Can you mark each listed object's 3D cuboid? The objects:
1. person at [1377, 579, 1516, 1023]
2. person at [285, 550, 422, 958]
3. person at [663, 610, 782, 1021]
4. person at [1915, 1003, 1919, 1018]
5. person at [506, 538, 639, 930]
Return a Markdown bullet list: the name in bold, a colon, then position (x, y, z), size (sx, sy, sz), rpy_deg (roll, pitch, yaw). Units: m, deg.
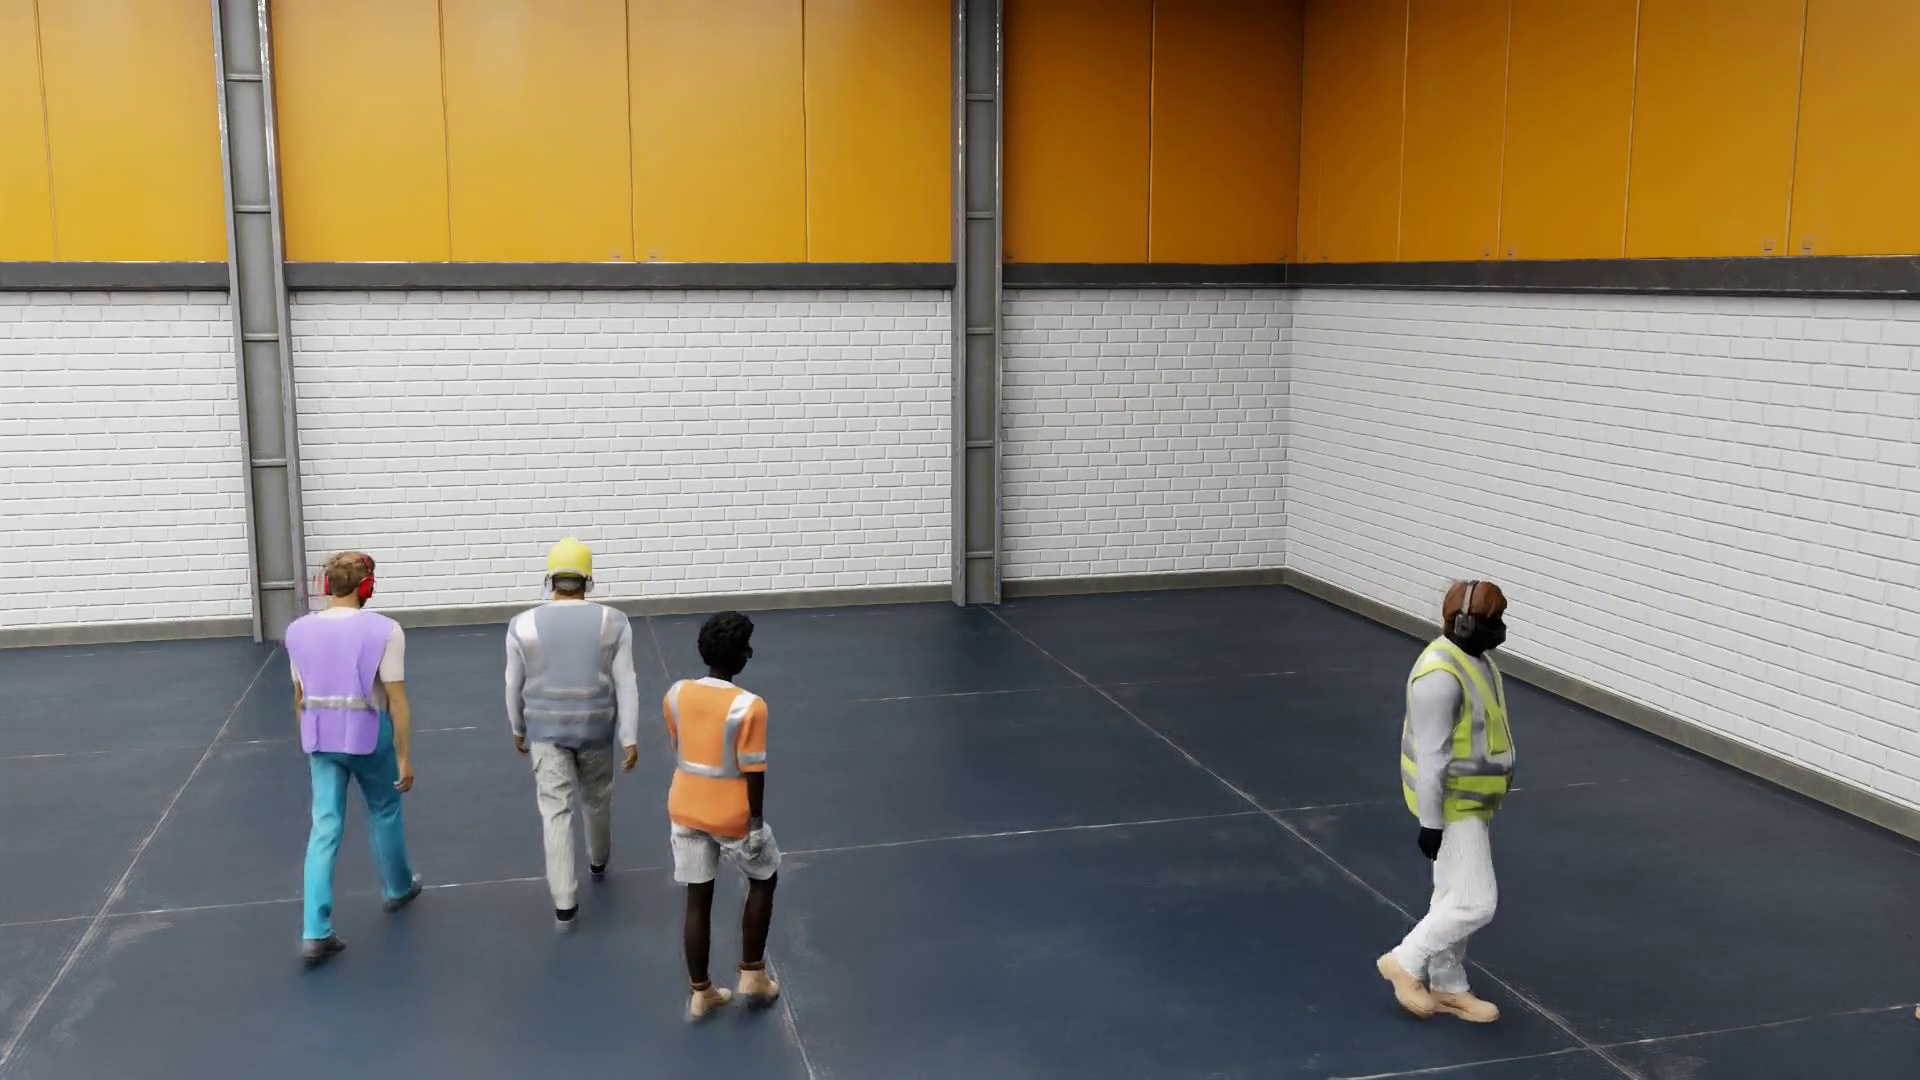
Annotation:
- **person**: position (2.004, 1.059, 6.681), size (0.443, 1.829, 0.653), rpy_deg (5, 11, 30)
- **person**: position (-2.767, 0.943, 7.575), size (0.578, 1.787, 0.995), rpy_deg (0, 9, 3)
- **person**: position (-0.960, 1.117, 6.818), size (0.536, 1.675, 0.513), rpy_deg (4, 10, 26)
- **person**: position (4.071, 1.050, 6.566), size (0.355, 1.887, 0.573), rpy_deg (-2, 9, -11)
- **person**: position (-1.855, 0.873, 7.967), size (0.606, 1.781, 0.917), rpy_deg (-2, 9, -13)
